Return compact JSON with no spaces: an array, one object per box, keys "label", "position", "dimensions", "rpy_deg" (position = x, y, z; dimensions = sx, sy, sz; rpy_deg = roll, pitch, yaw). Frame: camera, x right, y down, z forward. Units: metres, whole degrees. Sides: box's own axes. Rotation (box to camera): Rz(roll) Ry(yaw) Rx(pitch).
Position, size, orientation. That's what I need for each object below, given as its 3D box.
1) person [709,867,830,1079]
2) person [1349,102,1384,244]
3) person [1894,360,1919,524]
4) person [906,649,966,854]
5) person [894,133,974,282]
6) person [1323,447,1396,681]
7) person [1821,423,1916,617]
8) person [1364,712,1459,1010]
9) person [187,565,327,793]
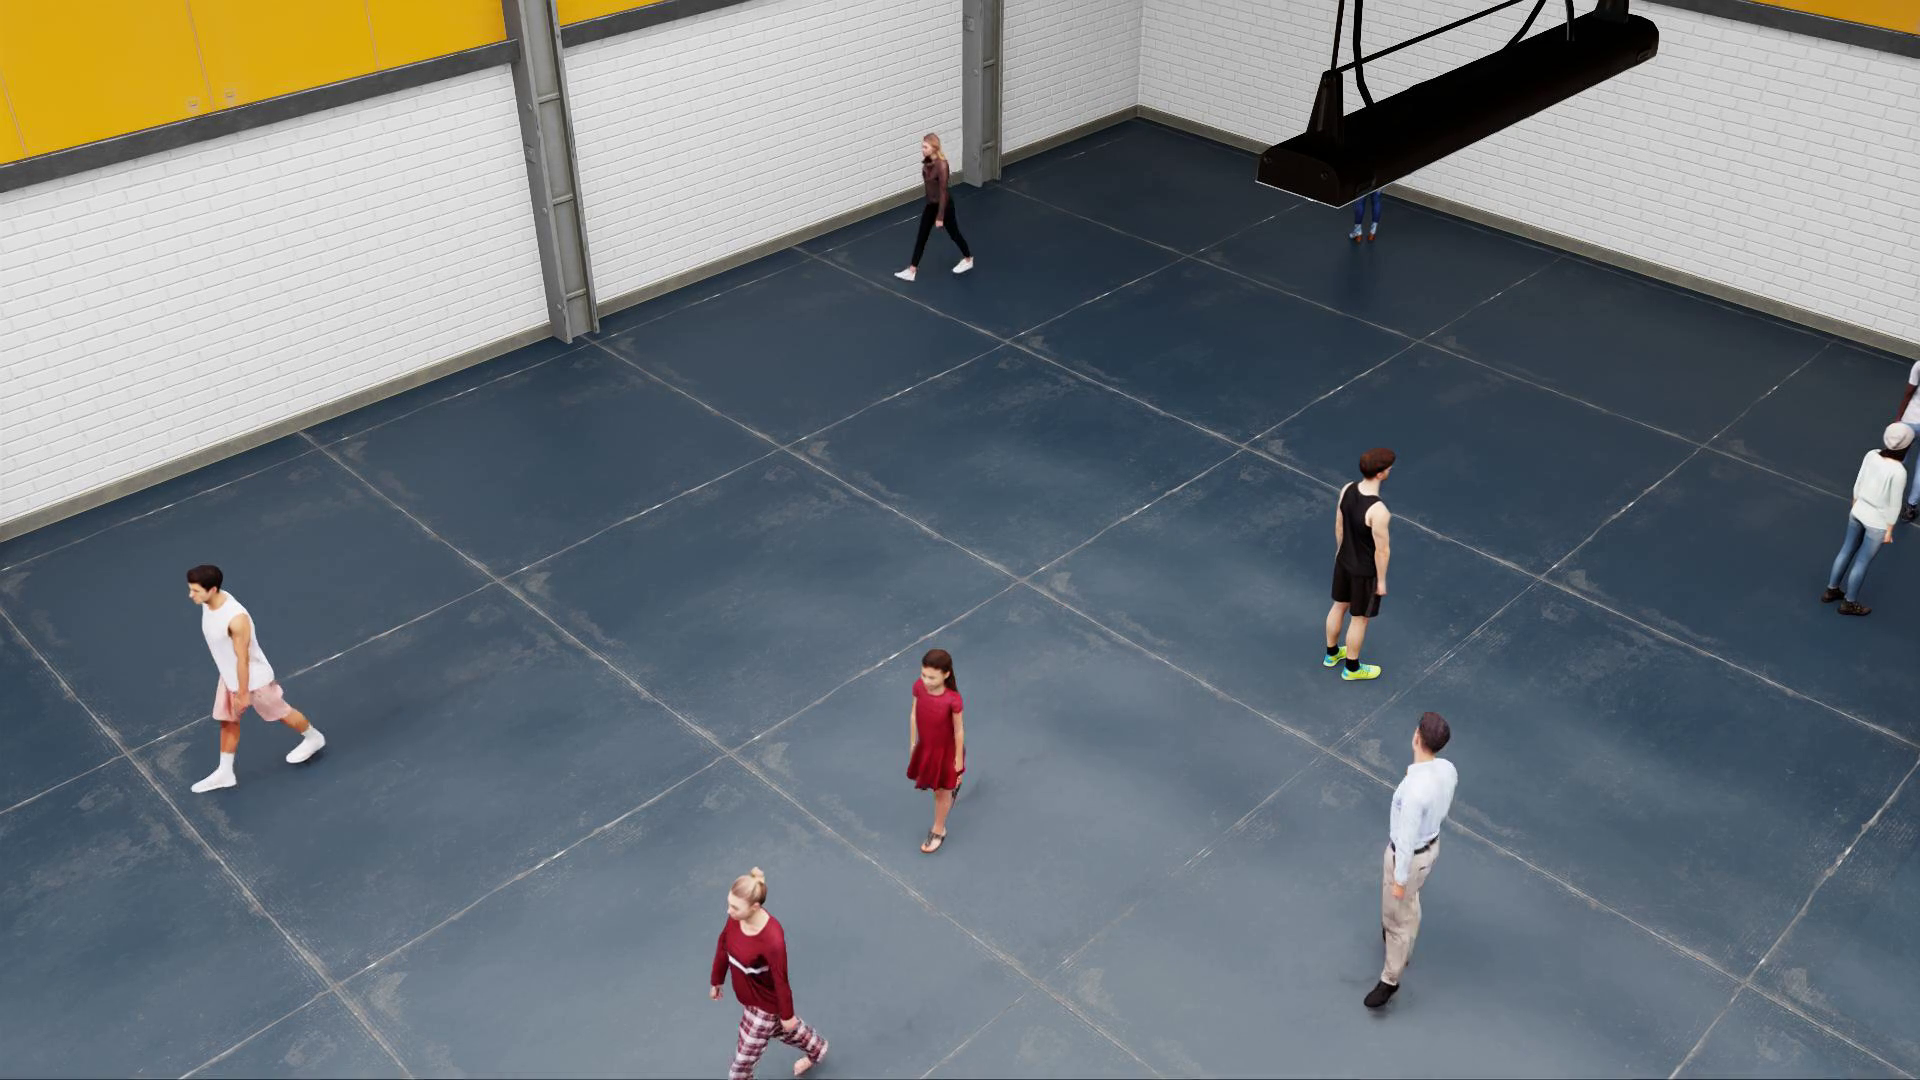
[{"label":"person","position":[-1.010,2.392,8.874],"dimensions":[1.121,1.650,0.723],"rpy_deg":[-24,40,-31]},{"label":"person","position":[4.635,-4.154,18.751],"dimensions":[0.670,1.618,0.752],"rpy_deg":[-4,34,-6]},{"label":"person","position":[8.014,-0.948,13.838],"dimensions":[0.616,1.719,0.562],"rpy_deg":[23,40,30]},{"label":"person","position":[-0.104,1.273,10.654],"dimensions":[0.661,1.543,0.841],"rpy_deg":[17,37,24]},{"label":"person","position":[-0.130,-3.549,17.825],"dimensions":[1.248,1.636,0.812],"rpy_deg":[-19,38,-26]},{"label":"person","position":[2.883,0.172,11.996],"dimensions":[0.693,1.892,0.750],"rpy_deg":[-16,37,-23]},{"label":"person","position":[6.989,-0.175,12.742],"dimensions":[0.658,1.644,0.647],"rpy_deg":[-8,34,-12]},{"label":"person","position":[2.586,1.856,9.531],"dimensions":[0.949,1.816,0.550],"rpy_deg":[14,36,20]},{"label":"person","position":[-4.678,0.868,11.093],"dimensions":[0.676,1.733,1.125],"rpy_deg":[27,42,35]}]
